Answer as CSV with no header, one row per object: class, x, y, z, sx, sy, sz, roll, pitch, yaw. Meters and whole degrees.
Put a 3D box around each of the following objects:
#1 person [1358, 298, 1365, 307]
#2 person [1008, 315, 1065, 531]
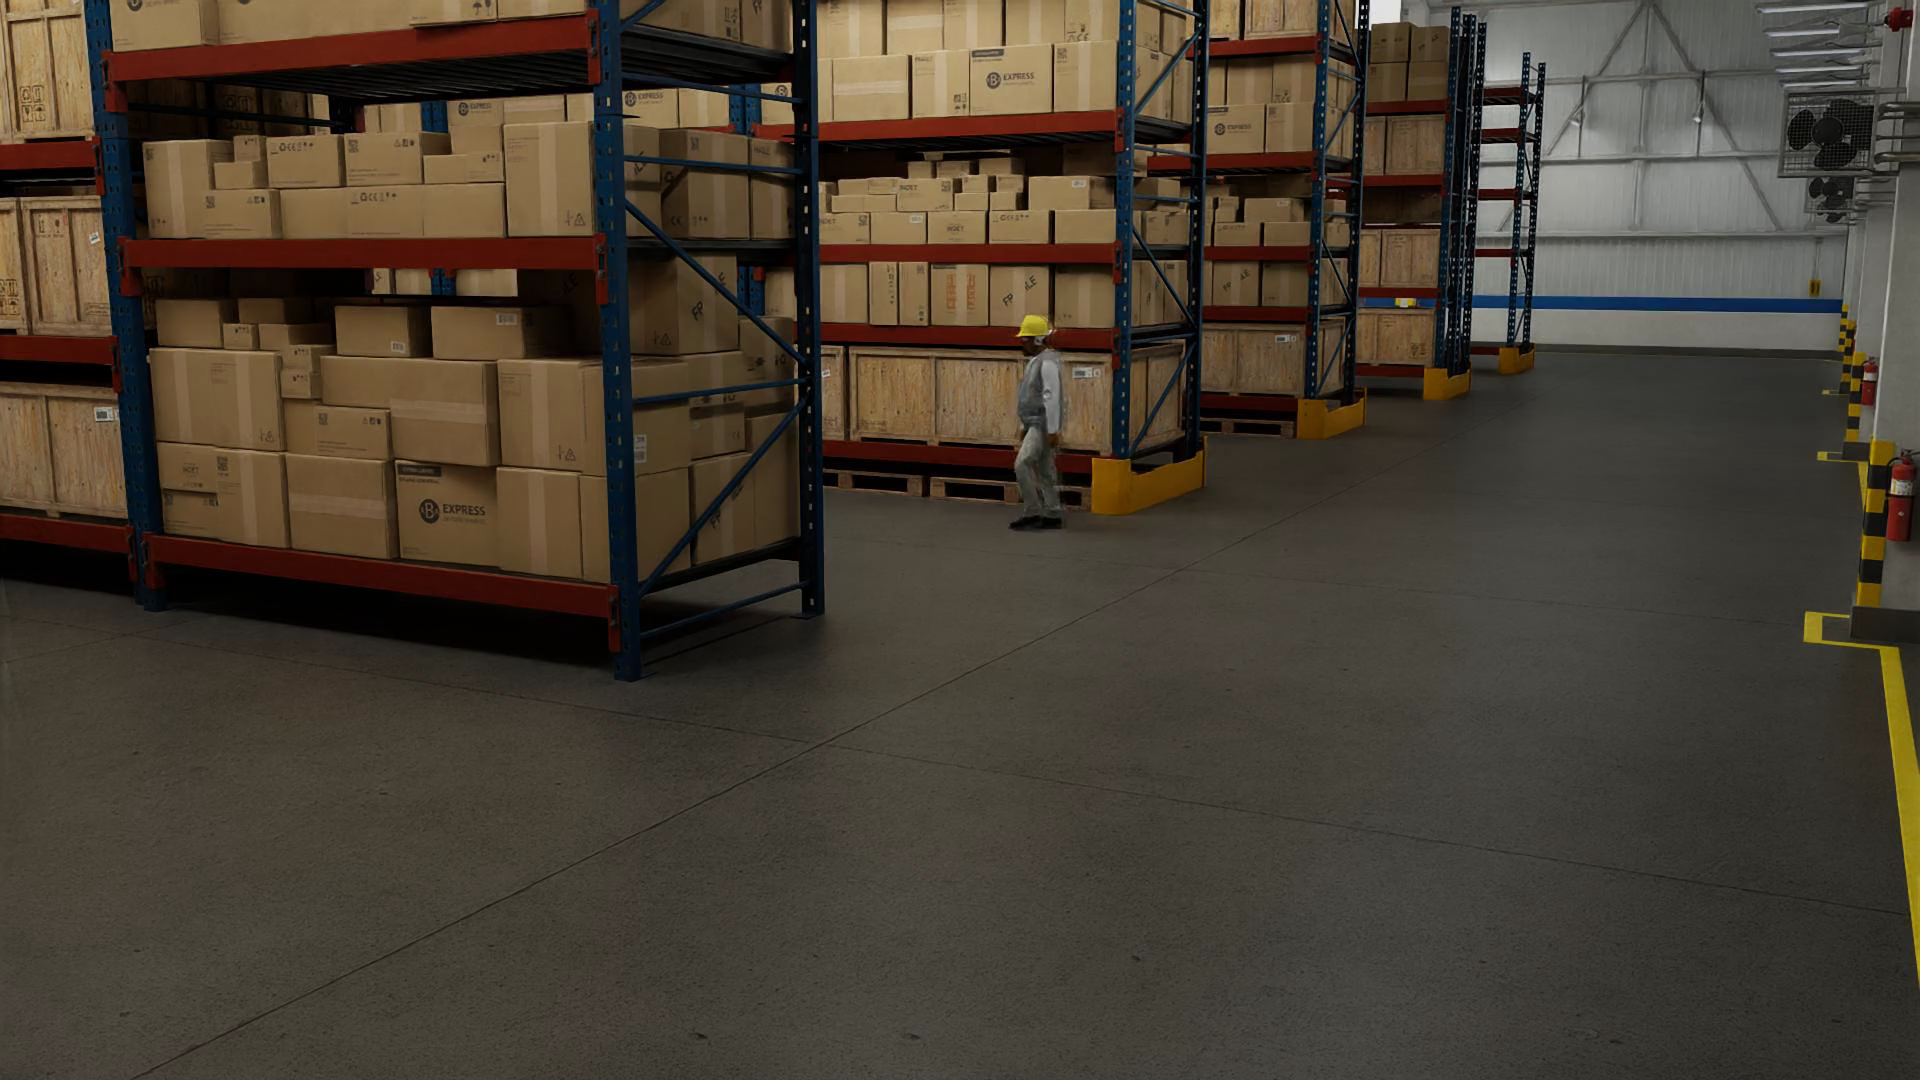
person,7.741,-4.324,33.092,0.416,1.922,0.811,-6,12,-32
person,0.596,-0.970,13.942,0.620,1.808,0.627,-1,10,-6
